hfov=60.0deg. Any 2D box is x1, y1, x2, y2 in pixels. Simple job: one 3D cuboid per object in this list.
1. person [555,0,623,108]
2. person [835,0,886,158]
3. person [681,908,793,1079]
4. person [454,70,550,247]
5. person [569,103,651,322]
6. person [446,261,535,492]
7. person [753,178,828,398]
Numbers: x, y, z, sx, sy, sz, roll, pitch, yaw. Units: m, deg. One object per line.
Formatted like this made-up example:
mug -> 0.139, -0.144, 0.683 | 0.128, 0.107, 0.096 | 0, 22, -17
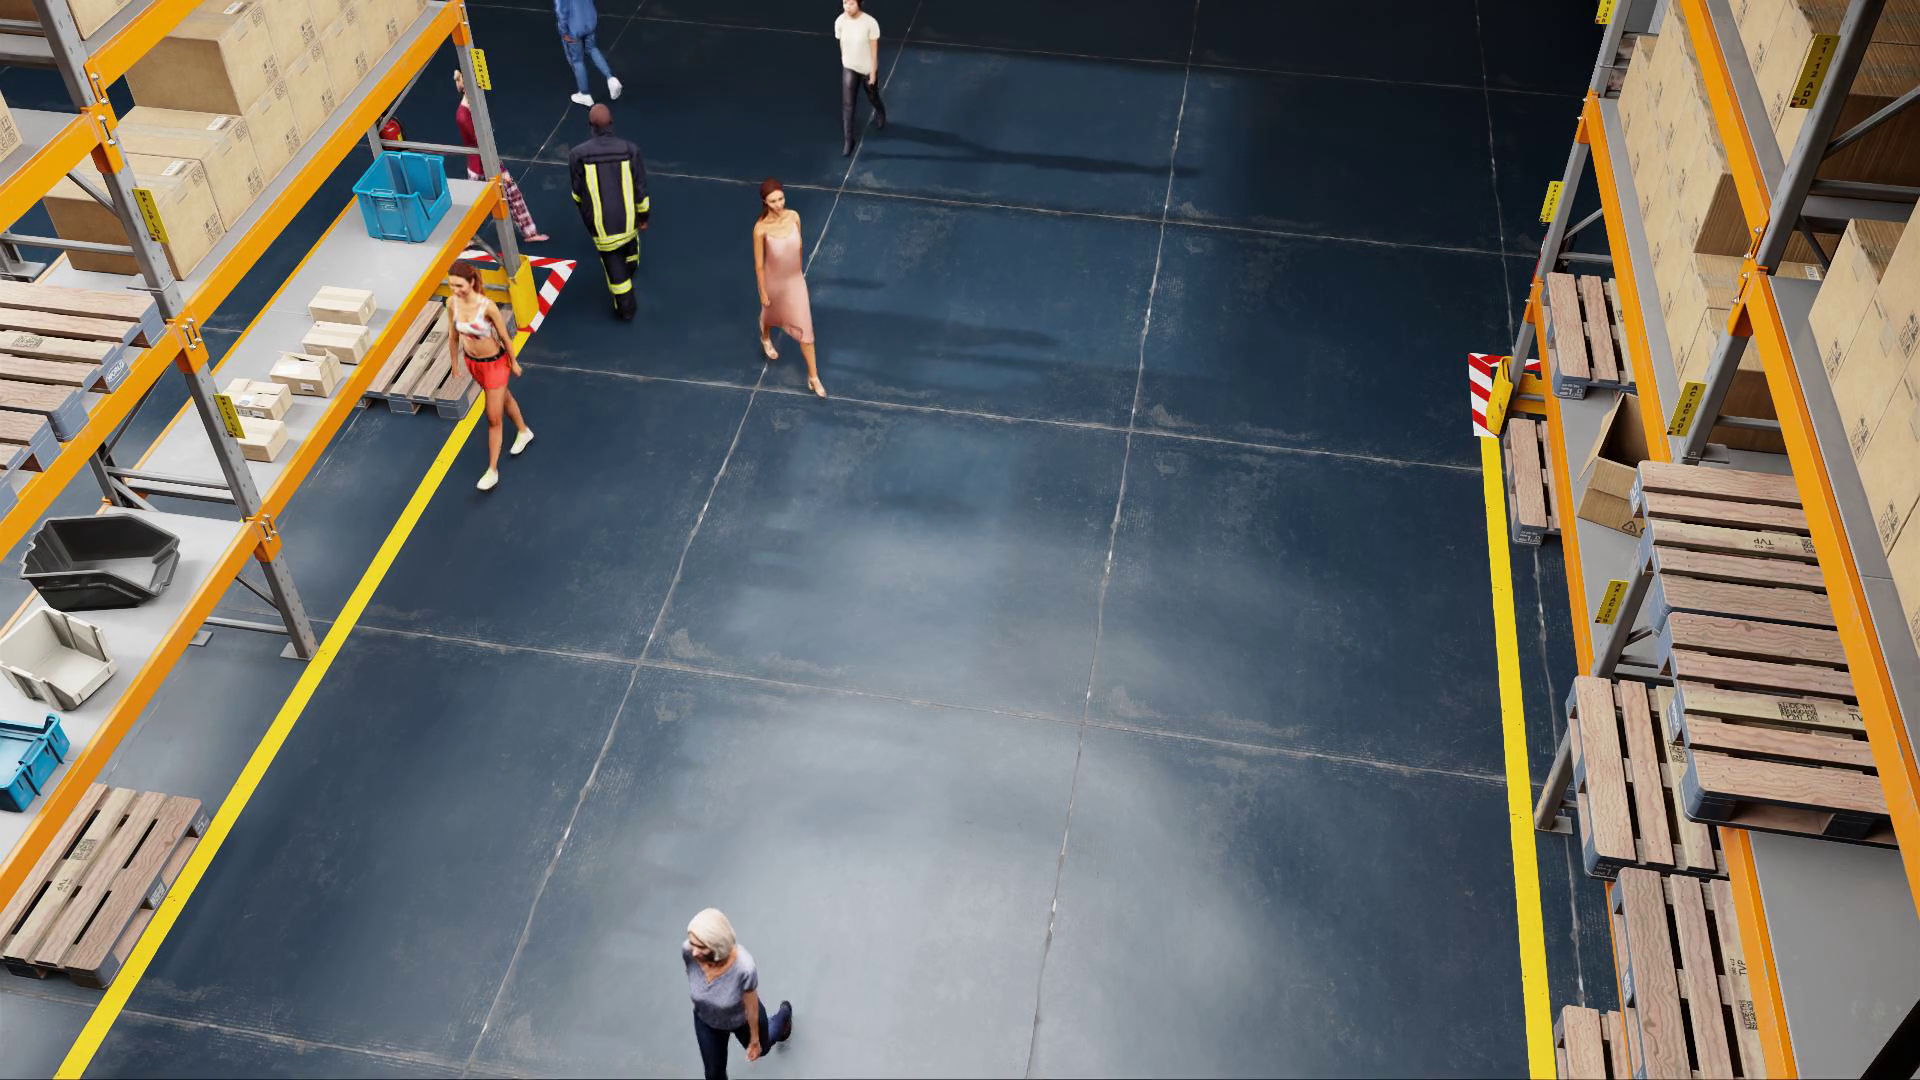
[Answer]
person -> -3.603, -4.971, 15.946 | 0.932, 1.794, 0.911 | 27, 50, 25
person -> -0.897, -4.425, 15.547 | 0.669, 1.553, 1.030 | 11, 45, 12
person -> -1.110, 2.314, 8.367 | 0.671, 1.699, 1.042 | 13, 45, 13
person -> -4.136, -3.180, 14.164 | 0.783, 1.658, 1.056 | 0, 44, 0
person -> -2.809, -2.627, 13.497 | 1.098, 1.777, 1.283 | -14, 45, -14
person -> -3.400, -1.319, 12.133 | 0.721, 1.766, 1.062 | 14, 45, 14
person -> -1.434, -2.013, 12.852 | 1.067, 1.777, 1.166 | -23, 48, -22
